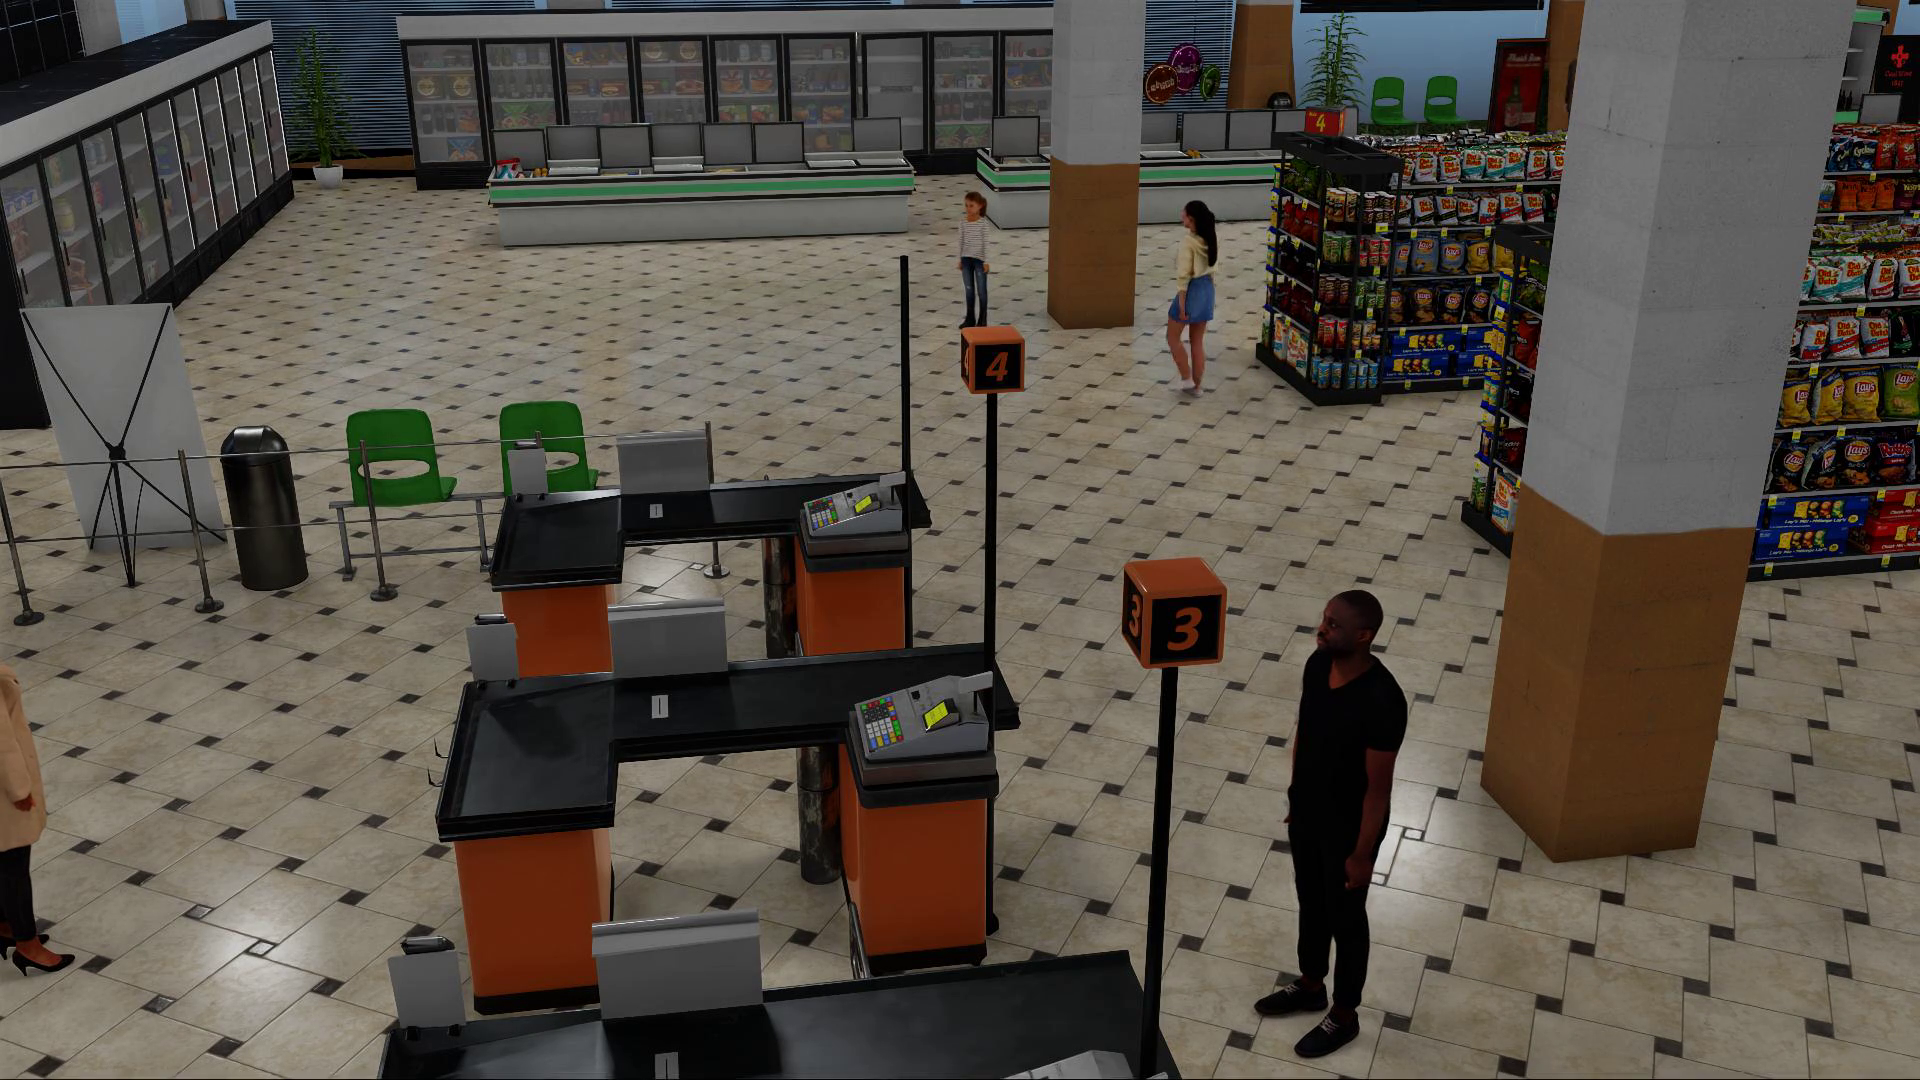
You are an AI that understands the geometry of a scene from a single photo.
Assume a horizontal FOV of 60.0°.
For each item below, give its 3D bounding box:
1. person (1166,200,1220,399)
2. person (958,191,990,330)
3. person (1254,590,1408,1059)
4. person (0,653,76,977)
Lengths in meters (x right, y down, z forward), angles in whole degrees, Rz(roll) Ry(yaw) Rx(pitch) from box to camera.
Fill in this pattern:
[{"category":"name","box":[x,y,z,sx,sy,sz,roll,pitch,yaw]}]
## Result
[{"category":"person","box":[1.983,-1.947,13.606,0.686,1.621,0.799,-17,27,-36]},{"category":"person","box":[0.144,-2.639,15.741,0.541,1.314,0.615,10,24,23]},{"category":"person","box":[1.363,1.009,5.984,0.632,1.819,0.706,-8,23,-20]},{"category":"person","box":[-3.742,0.908,6.422,0.725,1.680,0.748,19,29,39]}]
